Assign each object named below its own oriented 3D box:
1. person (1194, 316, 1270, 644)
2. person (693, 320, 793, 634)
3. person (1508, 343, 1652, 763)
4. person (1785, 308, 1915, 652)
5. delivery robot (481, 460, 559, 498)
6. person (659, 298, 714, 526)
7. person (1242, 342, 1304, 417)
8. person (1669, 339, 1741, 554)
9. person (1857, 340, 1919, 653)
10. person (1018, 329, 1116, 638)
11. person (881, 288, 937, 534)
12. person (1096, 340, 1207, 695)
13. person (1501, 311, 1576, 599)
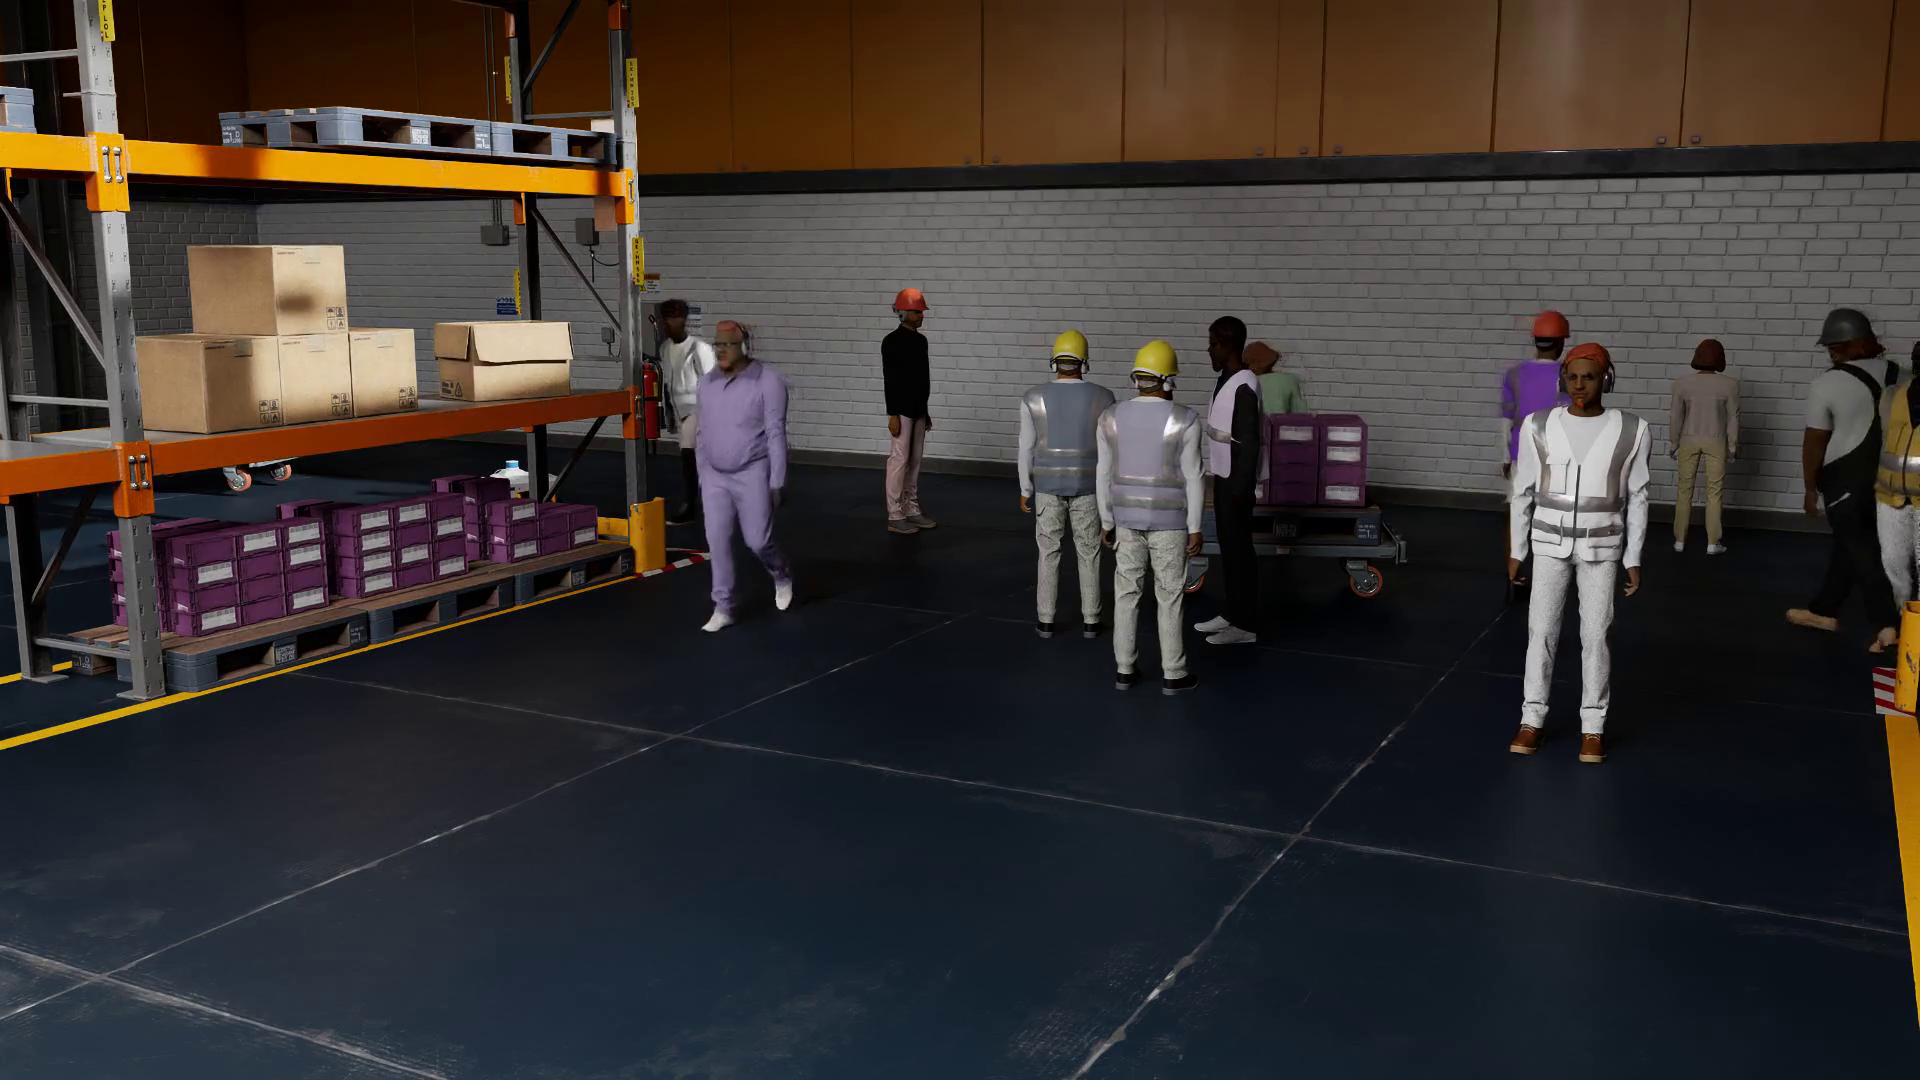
[{"bbox_3d":[1.615,-0.348,9.756,0.370,1.913,0.597,0,10,-3],"label":"person"},{"bbox_3d":[-1.325,-0.405,10.173,0.653,1.881,0.737,4,11,22],"label":"person"},{"bbox_3d":[2.770,0.059,7.487,0.584,1.882,0.345,5,11,25],"label":"person"},{"bbox_3d":[5.279,-0.397,9.674,0.725,2.000,1.002,-3,10,-15],"label":"person"},{"bbox_3d":[-3.714,-0.419,13.824,0.707,0.478,0.477,-6,11,-30],"label":"delivery robot"},{"bbox_3d":[-2.210,-1.105,14.164,0.823,1.923,0.627,-9,13,-43],"label":"person"},{"bbox_3d":[2.362,-0.712,12.757,0.593,1.612,0.324,0,10,3],"label":"person"},{"bbox_3d":[5.652,-0.708,12.647,0.499,1.634,0.279,7,12,35],"label":"person"},{"bbox_3d":[5.381,-0.214,9.306,0.612,1.840,0.637,-7,12,-35],"label":"person"},{"bbox_3d":[0.646,-0.326,9.865,0.601,1.830,0.404,1,10,4],"label":"person"},{"bbox_3d":[-0.416,-1.060,13.646,0.381,1.994,0.622,5,11,27],"label":"person"},{"bbox_3d":[0.999,-0.114,8.631,0.590,1.835,0.404,6,11,30],"label":"person"},{"bbox_3d":[3.908,-0.574,11.126,0.568,1.884,1.003,8,12,38],"label":"person"}]
